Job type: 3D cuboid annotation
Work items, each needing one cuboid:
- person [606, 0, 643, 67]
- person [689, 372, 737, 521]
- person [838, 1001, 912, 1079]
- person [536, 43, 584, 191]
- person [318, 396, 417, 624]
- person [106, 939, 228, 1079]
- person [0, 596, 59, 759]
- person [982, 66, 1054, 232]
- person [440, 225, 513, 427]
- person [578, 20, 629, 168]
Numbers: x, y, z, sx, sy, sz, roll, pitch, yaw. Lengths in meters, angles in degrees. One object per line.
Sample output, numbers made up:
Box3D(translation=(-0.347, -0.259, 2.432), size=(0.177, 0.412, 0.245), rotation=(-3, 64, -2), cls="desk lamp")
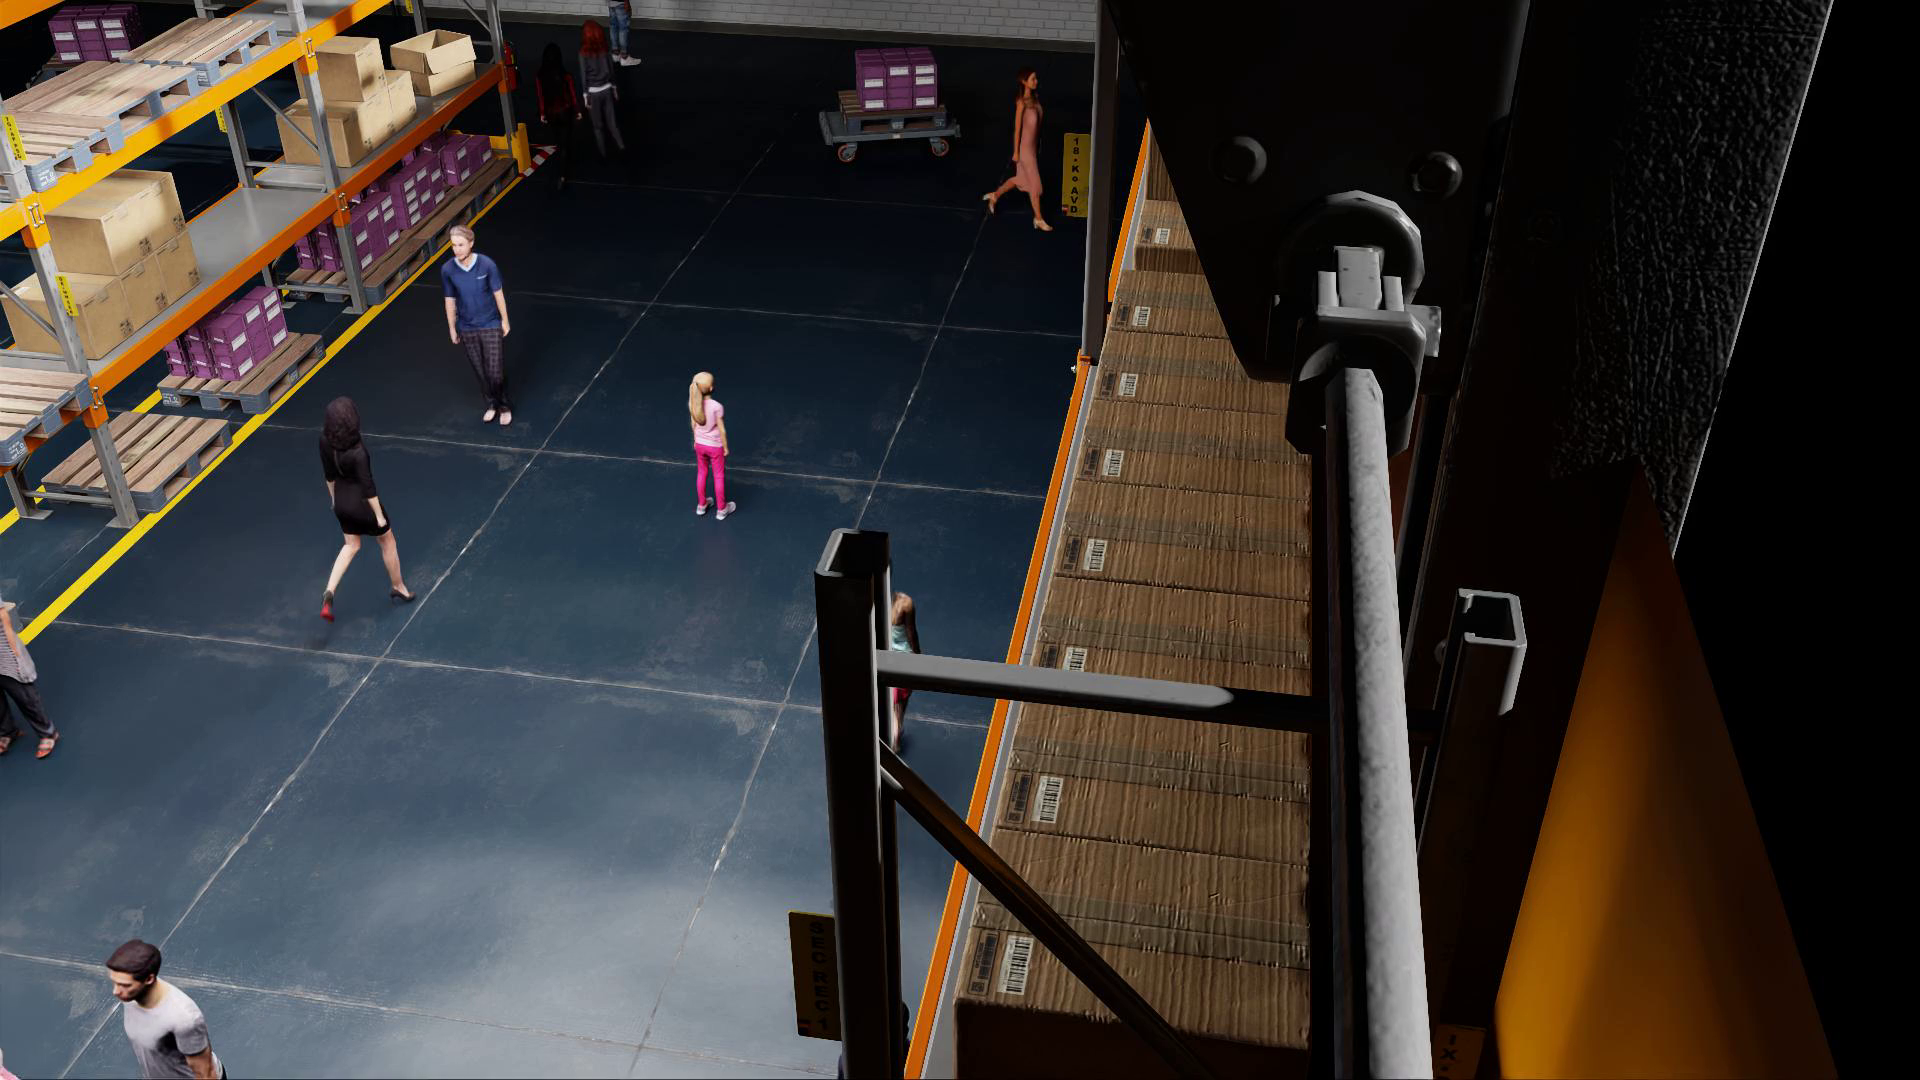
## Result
Box3D(translation=(-4.741, -7.495, 22.949), size=(0.831, 1.809, 0.783), rotation=(-23, 40, -31), cls="person")
Box3D(translation=(-2.011, -0.770, 13.317), size=(0.529, 1.271, 0.553), rotation=(15, 37, 22), cls="person")
Box3D(translation=(-0.320, 2.723, 7.649), size=(0.666, 1.727, 0.590), rotation=(0, 34, 0), cls="person")
Box3D(translation=(-4.614, -4.824, 19.100), size=(0.582, 1.621, 1.050), rotation=(4, 34, 6), cls="person")
Box3D(translation=(-4.373, -0.162, 11.943), size=(0.795, 1.780, 1.074), rotation=(16, 37, 22), cls="person")
Box3D(translation=(-3.606, 2.540, 7.806), size=(0.718, 1.860, 0.672), rotation=(19, 38, 26), cls="person")
Box3D(translation=(-6.296, 0.719, 10.778), size=(0.650, 1.602, 0.677), rotation=(2, 34, 3), cls="person")
Box3D(translation=(0.649, -4.251, 18.072), size=(0.846, 1.804, 1.096), rotation=(15, 36, 21), cls="person")
Box3D(translation=(-4.167, -1.898, 14.488), size=(0.748, 1.853, 0.775), rotation=(-1, 34, -2), cls="person")
Box3D(translation=(-4.192, -5.172, 19.503), size=(0.942, 1.756, 1.006), rotation=(-21, 39, -28), cls="person")
